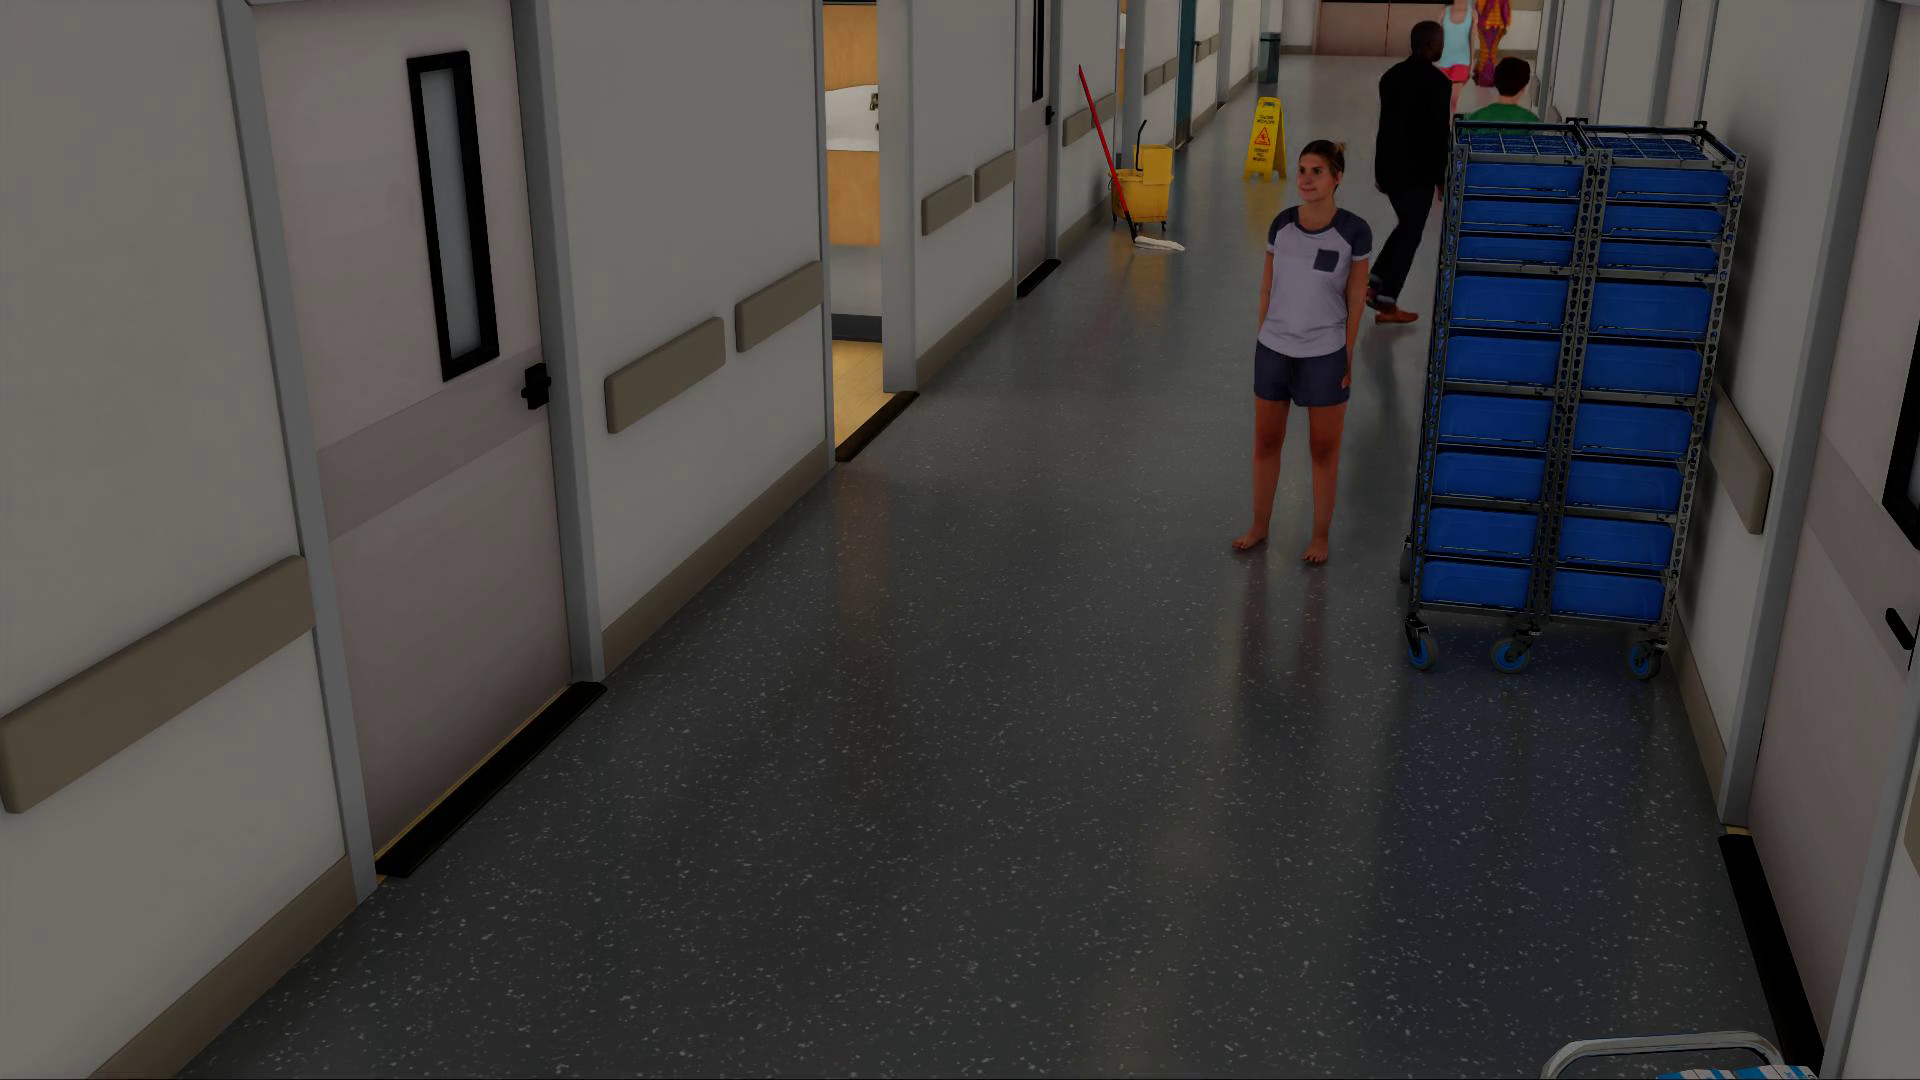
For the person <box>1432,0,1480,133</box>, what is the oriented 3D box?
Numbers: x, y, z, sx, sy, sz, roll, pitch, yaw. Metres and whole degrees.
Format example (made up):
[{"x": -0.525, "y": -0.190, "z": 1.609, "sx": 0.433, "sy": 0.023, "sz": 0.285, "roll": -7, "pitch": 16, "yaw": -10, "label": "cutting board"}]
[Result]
[{"x": 5.164, "y": -4.954, "z": 17.433, "sx": 0.638, "sy": 1.745, "sz": 1.101, "roll": 7, "pitch": 22, "yaw": 18, "label": "person"}]

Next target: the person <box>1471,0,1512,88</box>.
[{"x": 7.679, "y": -7.400, "z": 23.967, "sx": 1.008, "sy": 1.675, "sz": 1.124, "roll": -8, "pitch": 22, "yaw": -20, "label": "person"}]

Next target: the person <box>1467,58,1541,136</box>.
[{"x": 3.053, "y": -1.899, "z": 9.525, "sx": 0.678, "sy": 1.633, "sz": 0.712, "roll": 14, "pitch": 25, "yaw": 32, "label": "person"}]

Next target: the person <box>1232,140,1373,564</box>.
[{"x": 1.330, "y": -0.721, "z": 6.425, "sx": 0.636, "sy": 1.625, "sz": 0.621, "roll": 12, "pitch": 24, "yaw": 28, "label": "person"}]

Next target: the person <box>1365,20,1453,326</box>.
[{"x": 2.632, "y": -2.180, "z": 10.024, "sx": 0.878, "sy": 1.805, "sz": 0.790, "roll": -8, "pitch": 22, "yaw": -20, "label": "person"}]
